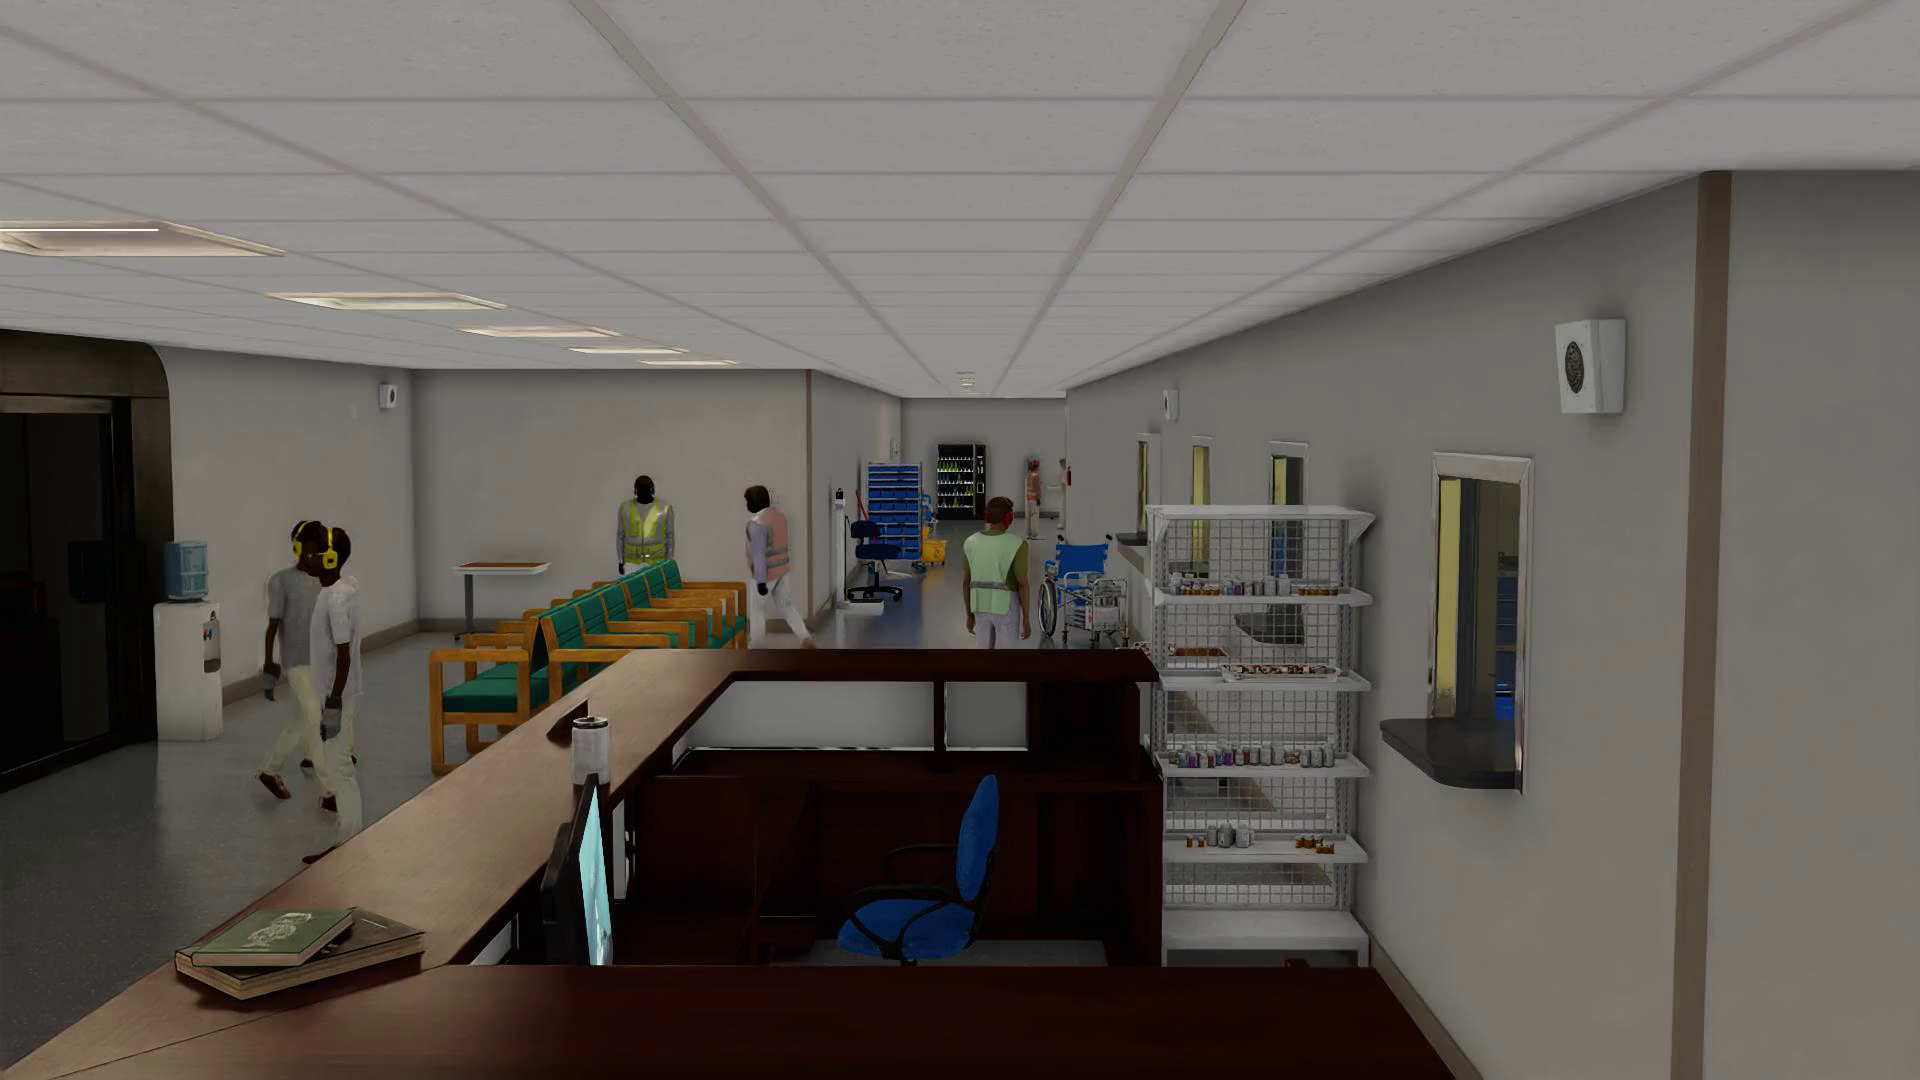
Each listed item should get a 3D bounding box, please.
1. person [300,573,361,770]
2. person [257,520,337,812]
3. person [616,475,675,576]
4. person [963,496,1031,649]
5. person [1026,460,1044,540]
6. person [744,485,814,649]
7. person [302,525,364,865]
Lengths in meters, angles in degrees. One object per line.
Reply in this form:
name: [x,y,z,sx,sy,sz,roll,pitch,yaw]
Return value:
person: [-4.422,0.780,11.557,0.500,1.633,0.280,-2,4,-22]
person: [-4.132,0.775,10.455,0.976,1.819,0.529,2,5,27]
person: [-3.399,0.220,17.979,0.624,1.844,0.430,0,4,-4]
person: [0.280,0.584,12.847,0.575,1.841,0.374,3,5,32]
person: [1.506,-0.813,33.875,0.308,1.640,0.510,-1,4,-19]
person: [-1.860,0.339,16.730,0.884,1.797,0.683,2,4,25]
person: [-3.360,0.852,8.879,0.329,1.874,0.507,-2,4,-23]
